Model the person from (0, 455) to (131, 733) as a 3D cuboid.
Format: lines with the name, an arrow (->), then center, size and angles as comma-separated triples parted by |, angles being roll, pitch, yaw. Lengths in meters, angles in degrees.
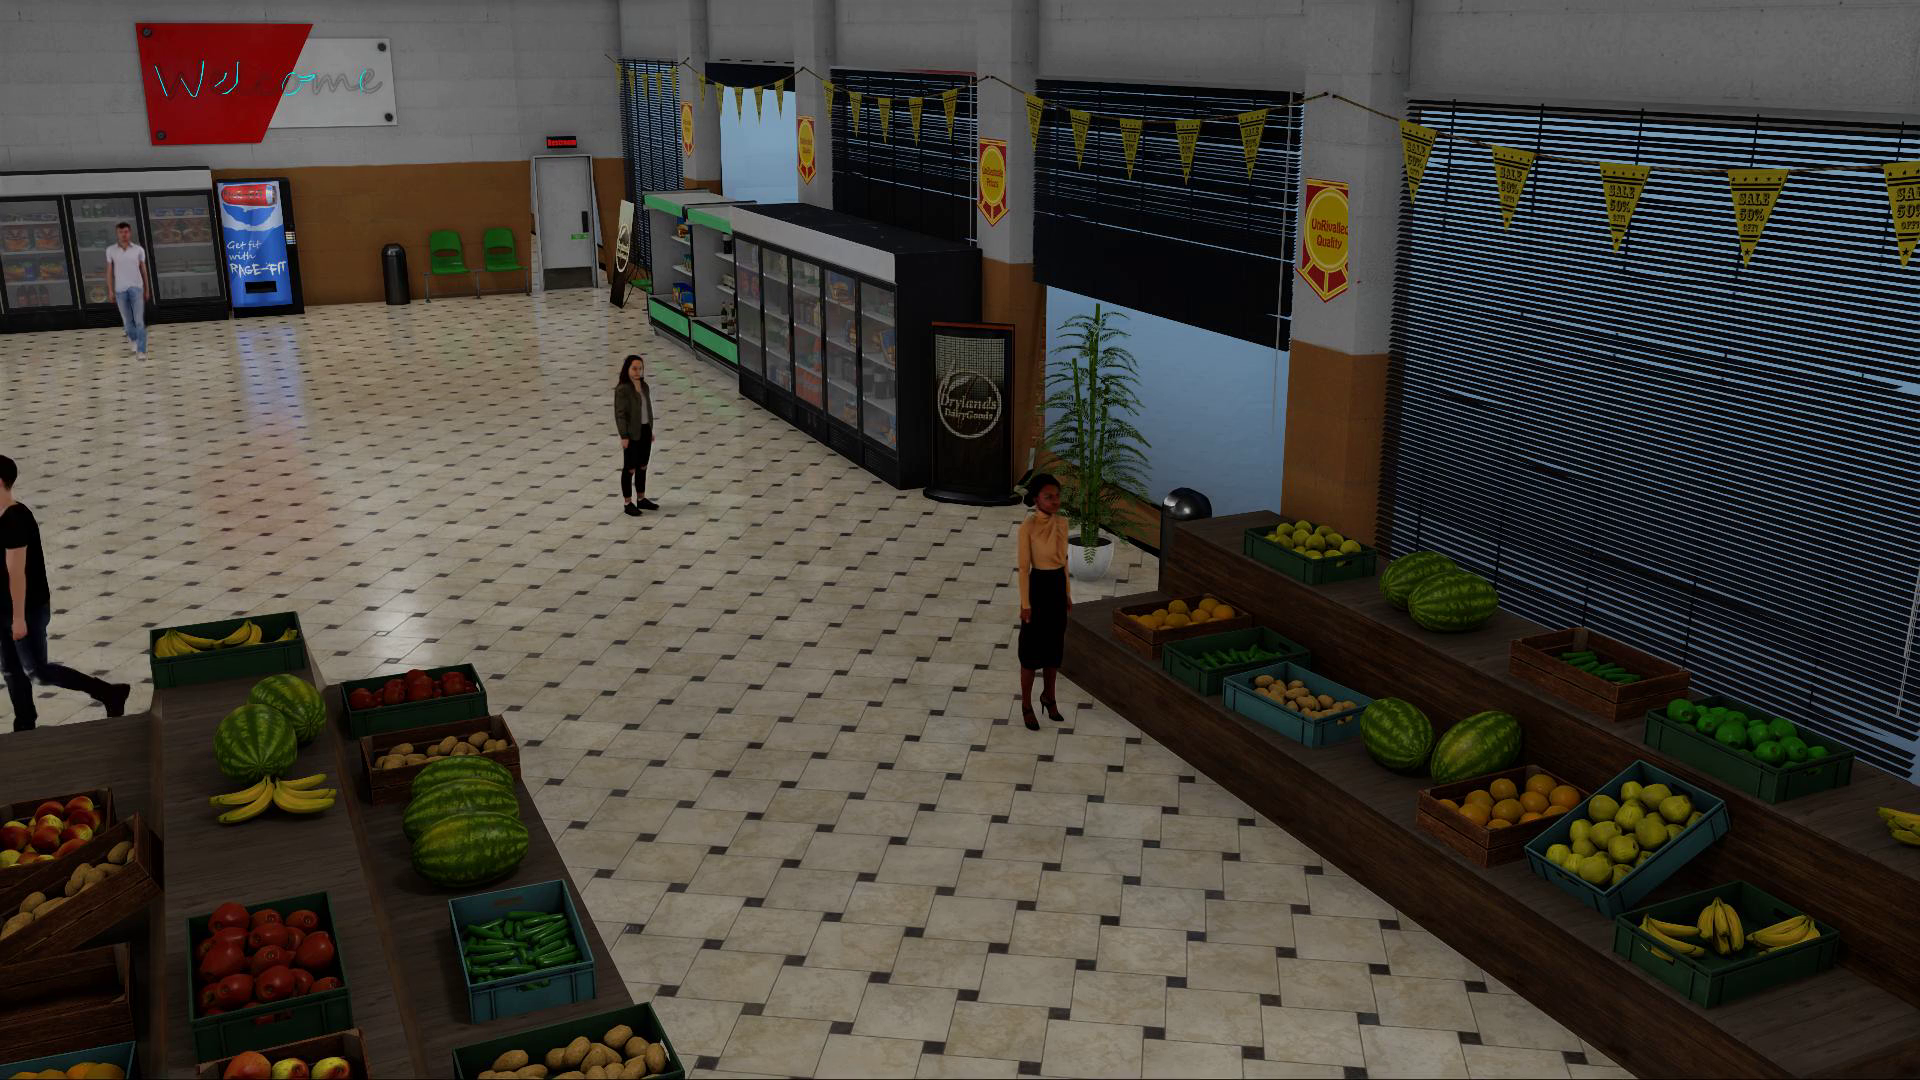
person -> -5.593, 0.402, 10.109 | 0.905, 1.879, 1.085 | -13, 21, -36

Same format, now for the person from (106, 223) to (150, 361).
person -> -11.353, -3.392, 22.725 | 0.749, 1.809, 1.234 | -5, 18, -17

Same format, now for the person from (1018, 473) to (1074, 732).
person -> 0.534, 0.386, 10.549 | 0.620, 1.653, 0.613 | -14, 22, -38

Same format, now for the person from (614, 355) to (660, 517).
person -> -3.001, -0.982, 15.361 | 0.677, 1.475, 0.658 | 10, 20, 31
